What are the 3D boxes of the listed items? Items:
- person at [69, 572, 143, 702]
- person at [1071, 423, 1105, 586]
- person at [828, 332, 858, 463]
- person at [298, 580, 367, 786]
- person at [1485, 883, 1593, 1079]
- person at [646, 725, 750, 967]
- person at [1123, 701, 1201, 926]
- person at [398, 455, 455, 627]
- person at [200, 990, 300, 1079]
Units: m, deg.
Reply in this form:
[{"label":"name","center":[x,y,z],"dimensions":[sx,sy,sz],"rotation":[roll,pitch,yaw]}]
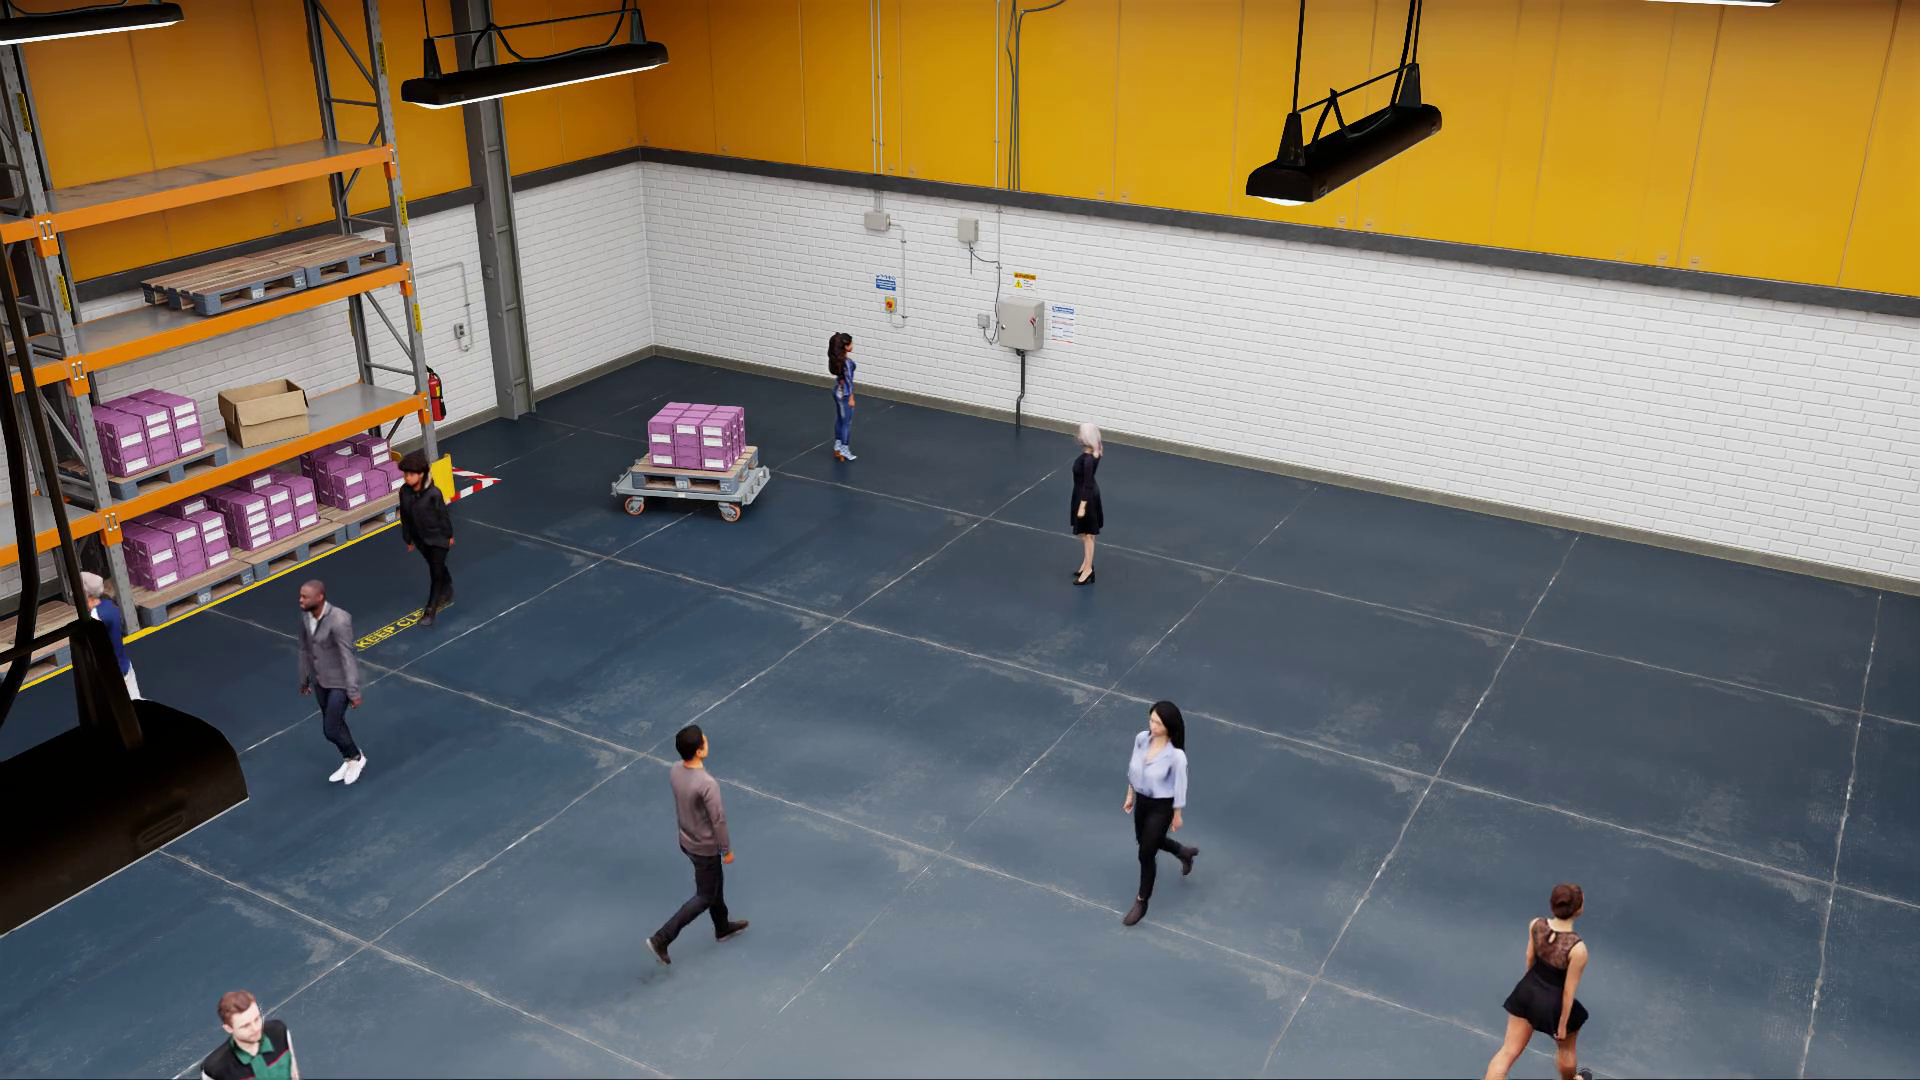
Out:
[{"label":"person","center":[-6.857,1.094,13.625],"dimensions":[1.192,1.794,1.098],"rotation":[-8,25,-18]},{"label":"person","center":[1.296,-0.384,17.063],"dimensions":[0.738,1.748,0.625],"rotation":[3,24,7]},{"label":"person","center":[-1.422,-1.764,20.377],"dimensions":[0.740,1.621,0.696],"rotation":[-8,25,-18]},{"label":"person","center":[-5.023,1.129,13.531],"dimensions":[0.758,1.805,0.662],"rotation":[15,28,31]},{"label":"person","center":[3.423,2.804,9.924],"dimensions":[1.209,1.626,0.938],"rotation":[-15,28,-30]},{"label":"person","center":[-1.837,2.106,11.366],"dimensions":[1.147,1.749,0.921],"rotation":[-21,31,-39]},{"label":"person","center":[1.454,1.897,11.881],"dimensions":[1.134,1.719,0.899],"rotation":[-18,29,-35]},{"label":"person","center":[-5.174,-0.046,16.345],"dimensions":[0.868,1.704,1.215],"rotation":[5,24,11]},{"label":"person","center":[-3.704,3.148,8.868],"dimensions":[0.733,1.841,0.557],"rotation":[17,29,34]}]
